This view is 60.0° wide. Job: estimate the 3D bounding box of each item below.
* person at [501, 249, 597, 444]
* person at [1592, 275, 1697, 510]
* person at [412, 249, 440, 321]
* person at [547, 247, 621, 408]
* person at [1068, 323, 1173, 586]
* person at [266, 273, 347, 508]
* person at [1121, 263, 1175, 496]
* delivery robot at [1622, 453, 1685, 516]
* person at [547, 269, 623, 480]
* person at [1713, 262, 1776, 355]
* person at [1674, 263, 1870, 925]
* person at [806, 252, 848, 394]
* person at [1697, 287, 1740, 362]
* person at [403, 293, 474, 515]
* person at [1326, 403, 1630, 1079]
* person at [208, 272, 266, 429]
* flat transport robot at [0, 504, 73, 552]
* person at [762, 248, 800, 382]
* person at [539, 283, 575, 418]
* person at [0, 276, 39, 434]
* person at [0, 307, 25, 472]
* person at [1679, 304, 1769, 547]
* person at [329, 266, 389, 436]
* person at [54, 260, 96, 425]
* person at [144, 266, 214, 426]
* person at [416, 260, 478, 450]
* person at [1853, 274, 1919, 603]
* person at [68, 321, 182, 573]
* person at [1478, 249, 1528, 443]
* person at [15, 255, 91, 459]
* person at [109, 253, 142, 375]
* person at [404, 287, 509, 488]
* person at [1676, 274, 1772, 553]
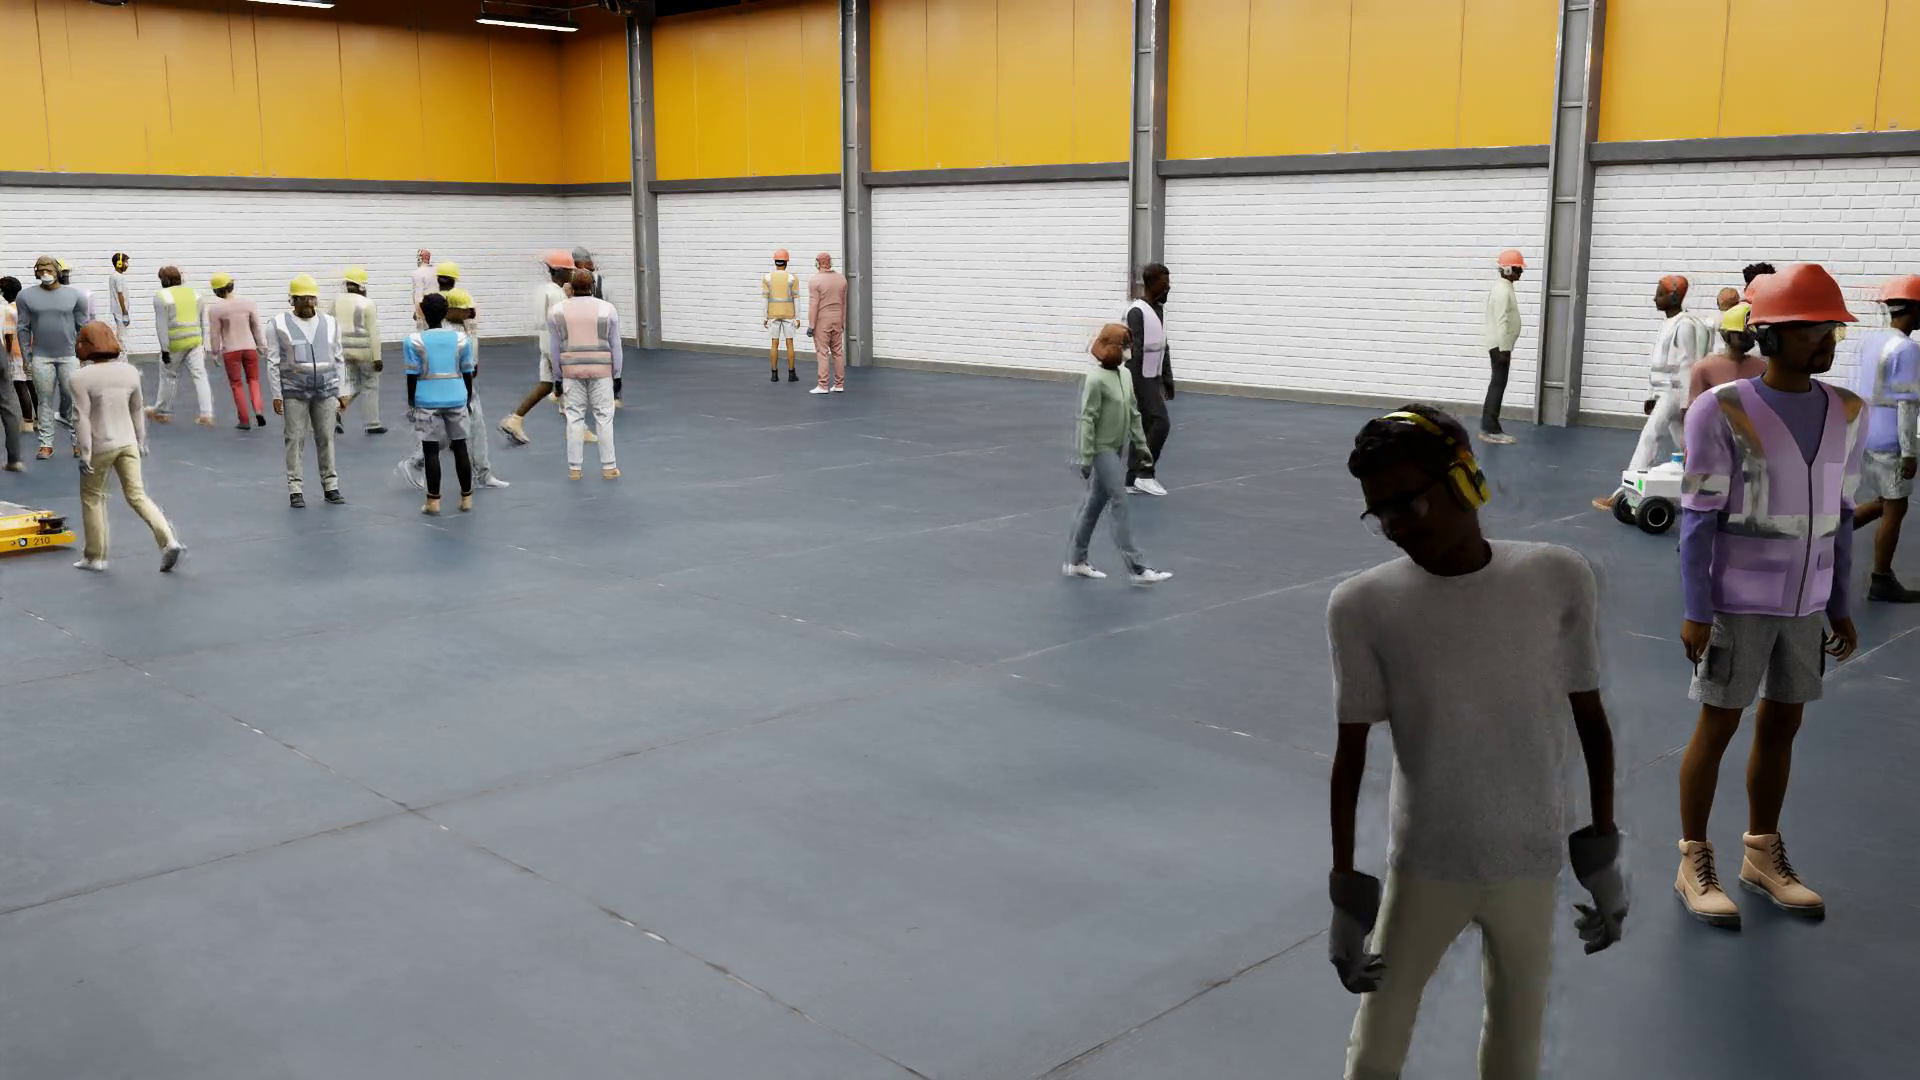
[{"bbox_3d":[-4.202,-1.954,16.961,0.999,2.004,0.633,-5,11,-25],"label":"person"},{"bbox_3d":[5.491,-1.117,12.826,0.993,1.833,0.600,2,11,12],"label":"person"},{"bbox_3d":[-8.582,-3.707,26.722,0.409,1.906,0.652,3,11,16],"label":"person"},{"bbox_3d":[-4.662,-2.654,20.617,1.030,2.000,0.697,6,12,30],"label":"person"},{"bbox_3d":[0.998,-0.515,10.151,0.810,1.595,0.519,5,12,27],"label":"person"},{"bbox_3d":[-5.140,-1.177,13.139,0.602,1.832,0.404,-8,13,-36],"label":"person"},{"bbox_3d":[1.600,-1.302,13.617,0.578,1.897,0.638,5,11,25],"label":"person"},{"bbox_3d":[5.199,-0.388,12.056,0.707,0.478,0.477,0,10,-1],"label":"delivery robot"},{"bbox_3d":[-3.260,-1.440,14.542,0.627,1.844,0.429,-1,10,-6],"label":"person"},{"bbox_3d":[5.671,-1.017,11.970,0.689,1.938,0.536,0,10,1],"label":"person"},{"bbox_3d":[2.521,0.176,5.167,0.607,2.048,0.367,-2,11,-13],"label":"person"},{"bbox_3d":[-1.816,-2.921,22.459,0.636,1.903,0.404,-10,14,-43],"label":"person"},{"bbox_3d":[7.292,-1.587,15.891,0.514,1.641,0.308,2,11,12],"label":"person"},{"bbox_3d":[-3.981,-1.039,12.745,0.540,1.695,0.317,-7,13,-34],"label":"person"},{"bbox_3d":[0.965,0.650,3.200,0.652,1.832,0.349,1,10,4],"label":"person"},{"bbox_3d":[-7.908,-2.062,18.215,0.414,1.735,0.576,9,14,42],"label":"person"},{"bbox_3d":[-6.834,-0.106,11.550,1.431,0.197,0.652,8,13,37],"label":"flat transport robot"},{"bbox_3d":[-2.603,-3.280,24.310,0.552,1.935,0.370,0,10,2],"label":"person"},{"bbox_3d":[-4.636,-2.246,19.624,0.581,1.586,0.830,-7,12,-32],"label":"person"},{"bbox_3d":[-10.124,-1.986,17.900,0.319,1.698,0.538,0,10,1],"label":"person"},{"bbox_3d":[-8.899,-1.521,15.111,0.971,1.789,0.532,6,12,31],"label":"person"},{"bbox_3d":[4.678,-0.587,10.198,0.536,1.734,0.869,-1,10,-7],"label":"person"},{"bbox_3d":[-6.373,-1.976,17.533,0.600,1.813,0.621,5,12,25],"label":"person"},{"bbox_3d":[-9.864,-2.156,18.404,0.974,1.852,0.600,10,14,43],"label":"person"},{"bbox_3d":[-8.834,-2.185,18.755,0.986,1.779,0.661,6,12,29],"label":"person"},{"bbox_3d":[-5.108,-1.837,16.591,0.586,1.897,0.842,-2,11,-10],"label":"person"},{"bbox_3d":[5.340,-0.586,9.702,0.566,1.911,0.564,2,11,10],"label":"person"},{"bbox_3d":[-5.314,-0.577,10.497,0.776,1.606,0.510,5,12,26],"label":"person"},{"bbox_3d":[5.613,-1.999,17.169,0.396,1.992,0.623,3,11,18],"label":"person"},{"bbox_3d":[-8.657,-1.744,15.934,0.627,1.941,0.374,-4,11,-22],"label":"person"},{"bbox_3d":[-12.805,-3.448,25.434,0.330,1.865,0.518,-7,13,-35],"label":"person"},{"bbox_3d":[-4.265,-1.259,13.925,0.775,1.707,0.501,1,10,5],"label":"person"},{"bbox_3d":[5.148,-0.752,10.658,0.556,1.896,0.970,-8,13,-39],"label":"person"}]
